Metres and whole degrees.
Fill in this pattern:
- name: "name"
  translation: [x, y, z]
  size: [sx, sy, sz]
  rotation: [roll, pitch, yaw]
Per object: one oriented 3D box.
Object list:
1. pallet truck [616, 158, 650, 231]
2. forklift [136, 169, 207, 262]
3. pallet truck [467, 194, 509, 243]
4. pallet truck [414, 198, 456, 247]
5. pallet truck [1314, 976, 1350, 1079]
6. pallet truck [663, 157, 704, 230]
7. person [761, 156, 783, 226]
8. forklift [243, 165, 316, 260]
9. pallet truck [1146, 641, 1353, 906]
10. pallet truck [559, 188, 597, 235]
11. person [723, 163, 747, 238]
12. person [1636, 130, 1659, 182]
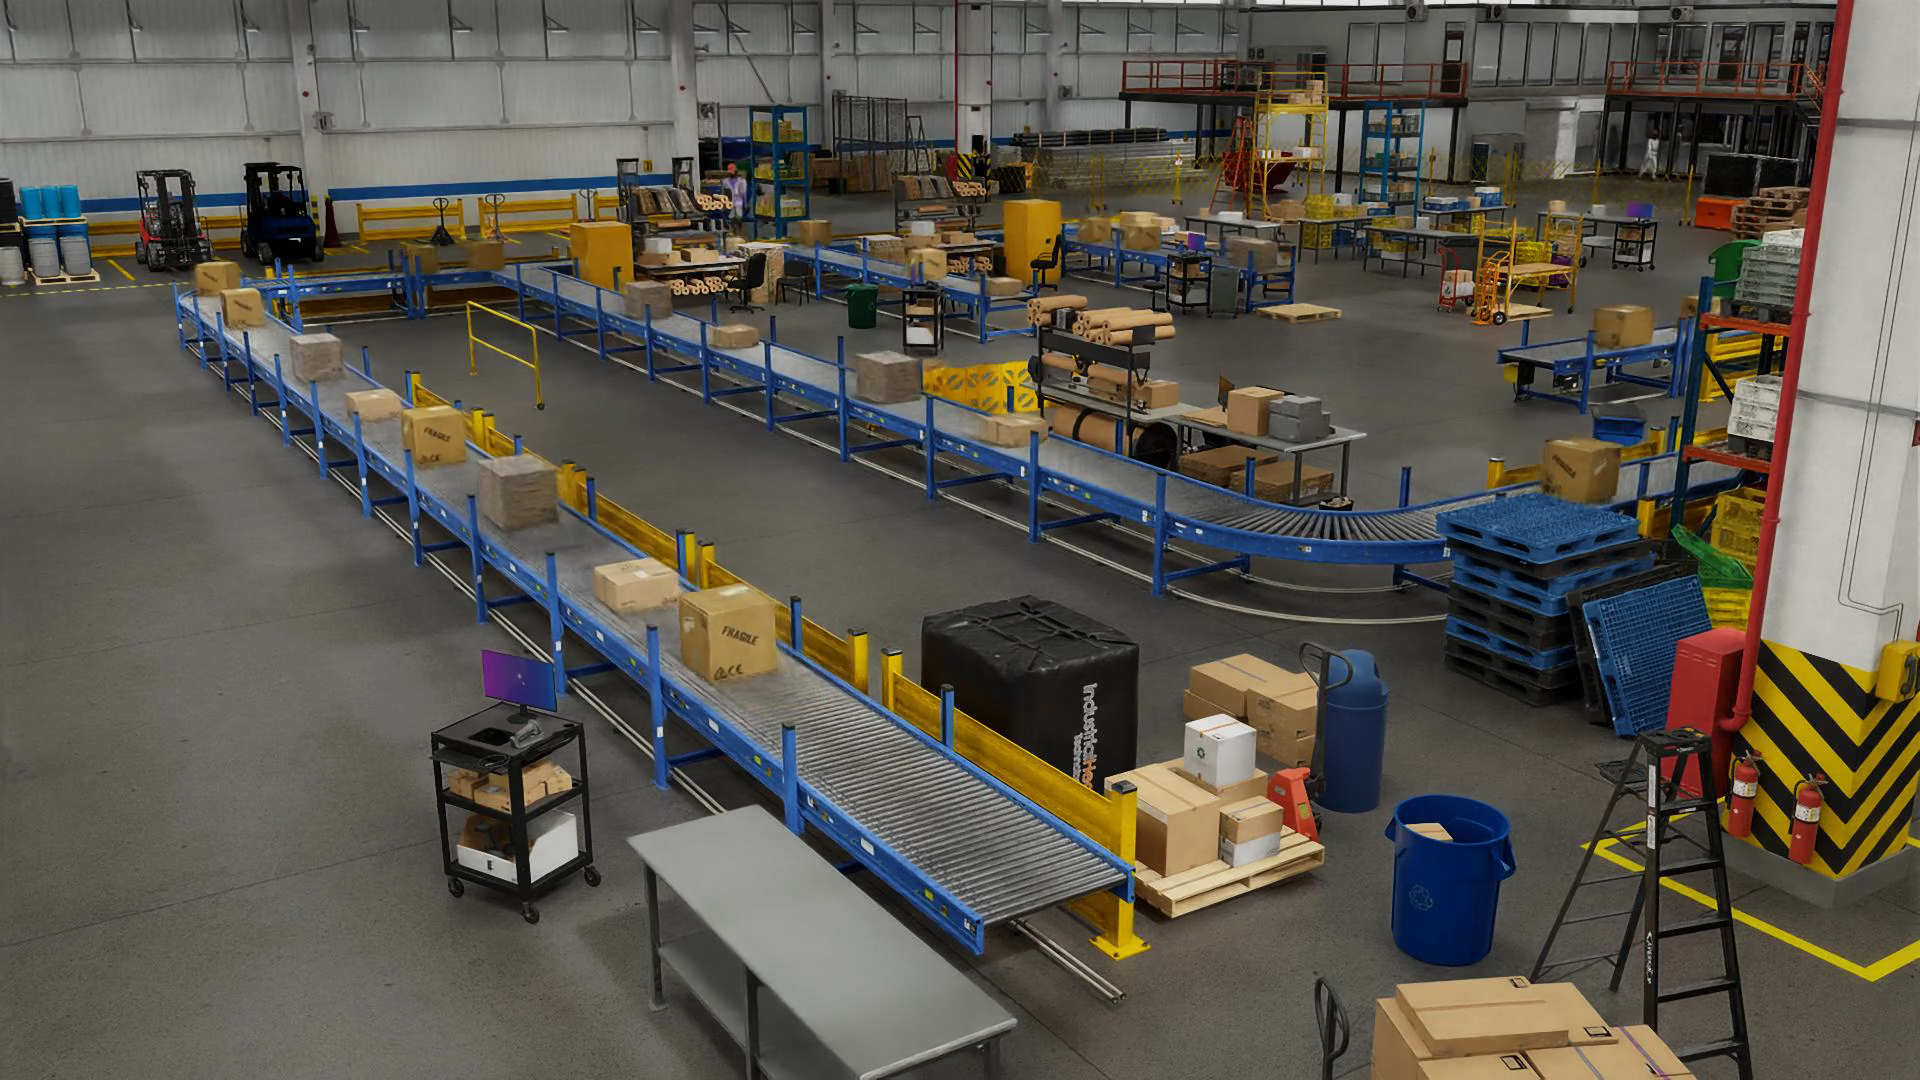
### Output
- name: "pallet truck"
  translation: [-8.918, -9.176, 44.255]
  size: [0.823, 1.965, 1.885]
  rotation: [-9, 19, -27]
- name: "forklift"
  translation: [-17.842, -7.318, 37.559]
  size: [1.157, 1.987, 2.680]
  rotation: [-10, 20, -31]
- name: "pallet truck"
  translation: [-11.983, -8.177, 42.137]
  size: [0.704, 1.261, 1.522]
  rotation: [-11, 20, -33]
- name: "pallet truck"
  translation: [-13.250, -8.060, 41.856]
  size: [0.680, 1.201, 1.601]
  rotation: [-10, 20, -31]
- name: "pallet truck"
  translation: [2.299, 2.390, 7.086]
  size: [1.601, 1.201, 0.680]
  rotation: [-2, 17, -7]
- name: "pallet truck"
  translation: [-7.586, -9.308, 44.692]
  size: [0.823, 1.965, 1.885]
  rotation: [-11, 20, -33]
- name: "person"
  translation: [-5.179, -9.636, 45.970]
  size: [0.662, 1.888, 0.465]
  rotation: [5, 18, 17]
- name: "forklift"
  translation: [-15.898, -7.669, 38.708]
  size: [1.157, 1.987, 2.680]
  rotation: [-11, 20, -33]
- name: "pallet truck"
  translation: [1.664, 1.407, 10.232]
  size: [1.630, 1.274, 0.653]
  rotation: [-10, 20, -31]
- name: "pallet truck"
  translation: [-10.010, -8.652, 43.699]
  size: [0.653, 1.274, 1.630]
  rotation: [-10, 20, -31]
- name: "person"
  translation: [-5.667, -8.377, 41.557]
  size: [0.629, 2.014, 0.769]
  rotation: [2, 17, 6]
- name: "person"
  translation: [25.063, -13.948, 60.403]
  size: [0.586, 1.851, 0.869]
  rotation: [-7, 18, -22]
